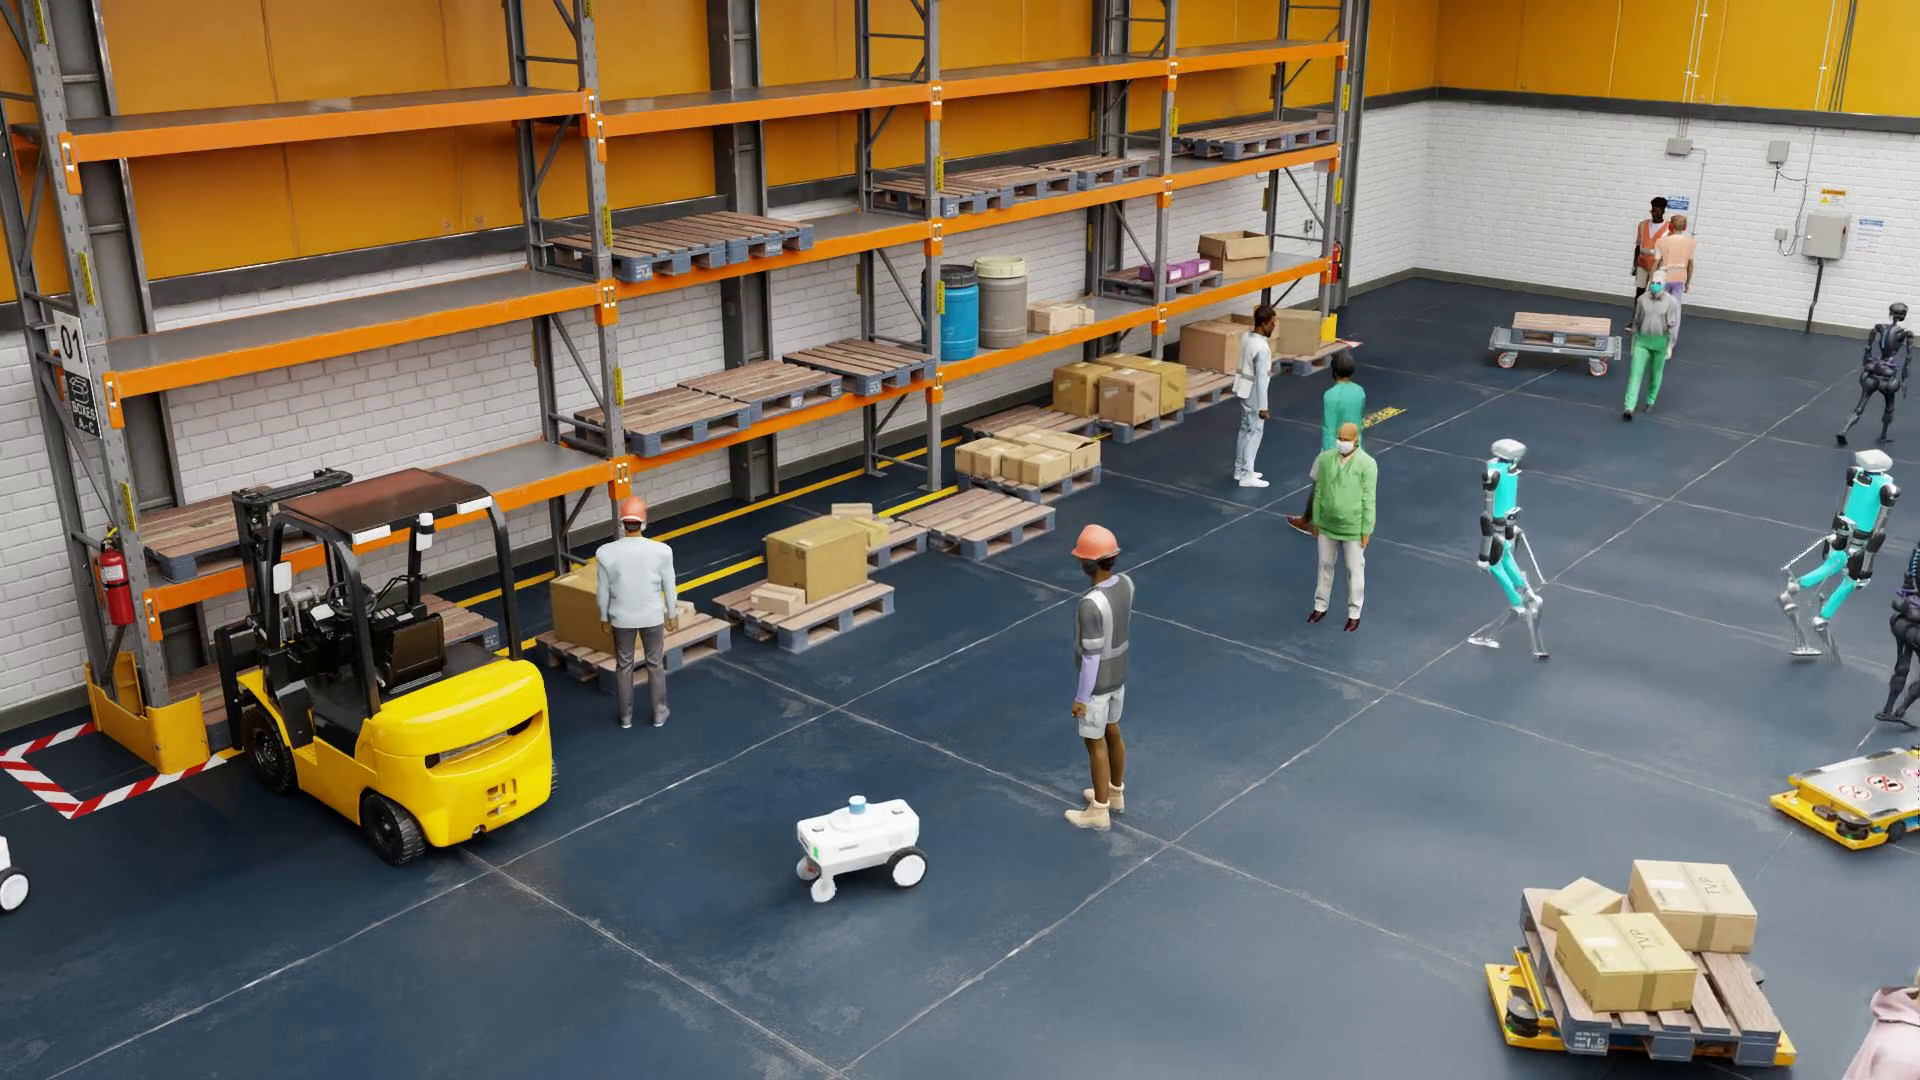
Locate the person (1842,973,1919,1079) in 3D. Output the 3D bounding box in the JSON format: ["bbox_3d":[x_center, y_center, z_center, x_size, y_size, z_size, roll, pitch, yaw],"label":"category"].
[{"bbox_3d":[3.862,2.465,6.714,0.715,1.755,0.553,12,23,29],"label":"person"}]

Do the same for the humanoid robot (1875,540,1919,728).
[{"bbox_3d":[6.911,0.570,11.983,0.338,1.652,0.592,0,20,0],"label":"humanoid robot"}]

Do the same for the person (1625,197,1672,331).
[{"bbox_3d":[9.887,-3.926,23.759,0.381,1.957,0.601,-16,26,-37],"label":"person"}]

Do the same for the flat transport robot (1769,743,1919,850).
[{"bbox_3d":[6.142,1.686,10.984,1.431,0.231,0.659,-9,22,-22],"label":"flat transport robot"}]

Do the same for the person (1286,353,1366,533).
[{"bbox_3d":[3.524,-0.876,15.704,0.524,1.806,0.914,-11,23,-28],"label":"person"}]

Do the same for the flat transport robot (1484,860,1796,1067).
[{"bbox_3d":[3.589,2.476,8.842,1.431,0.231,0.659,2,20,6],"label":"flat transport robot"}]

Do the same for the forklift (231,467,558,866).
[{"bbox_3d":[-3.730,0.710,10.856,2.313,2.155,1.214,17,26,38],"label":"forklift"}]

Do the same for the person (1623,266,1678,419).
[{"bbox_3d":[8.163,-2.321,19.637,0.511,1.791,0.941,10,23,25],"label":"person"}]

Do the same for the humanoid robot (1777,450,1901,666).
[{"bbox_3d":[6.786,0.183,12.960,0.848,1.796,0.546,-2,20,-6],"label":"humanoid robot"}]

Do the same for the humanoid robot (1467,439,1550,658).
[{"bbox_3d":[4.461,0.157,13.157,0.755,1.876,0.530,17,26,38],"label":"humanoid robot"}]

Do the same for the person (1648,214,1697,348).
[{"bbox_3d":[9.782,-3.543,22.890,0.562,1.837,0.378,1,20,2],"label":"person"}]

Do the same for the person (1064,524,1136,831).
[{"bbox_3d":[0.869,0.875,10.625,0.390,2.039,0.611,11,23,28],"label":"person"}]

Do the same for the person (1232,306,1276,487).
[{"bbox_3d":[3.033,-1.485,17.214,0.398,1.907,0.600,-3,20,-7],"label":"person"}]

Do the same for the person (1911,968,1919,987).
[{"bbox_3d":[5.049,1.817,8.242,0.621,1.932,0.369,-9,22,-23],"label":"person"}]

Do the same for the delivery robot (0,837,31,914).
[{"bbox_3d":[-5.885,2.014,9.708,0.525,0.614,0.785,7,21,19],"label":"delivery robot"}]

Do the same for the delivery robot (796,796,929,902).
[{"bbox_3d":[-0.605,1.834,10.137,0.747,0.572,0.499,-9,22,-23],"label":"delivery robot"}]

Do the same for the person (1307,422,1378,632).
[{"bbox_3d":[3.159,-0.123,13.717,0.539,1.776,0.388,14,25,33],"label":"person"}]

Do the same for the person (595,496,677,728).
[{"bbox_3d":[-2.328,0.522,12.009,0.572,1.742,0.352,-3,21,-9],"label":"person"}]

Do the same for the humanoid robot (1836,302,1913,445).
[{"bbox_3d":[10.266,-1.840,18.591,0.799,1.647,0.599,-9,22,-24],"label":"humanoid robot"}]
